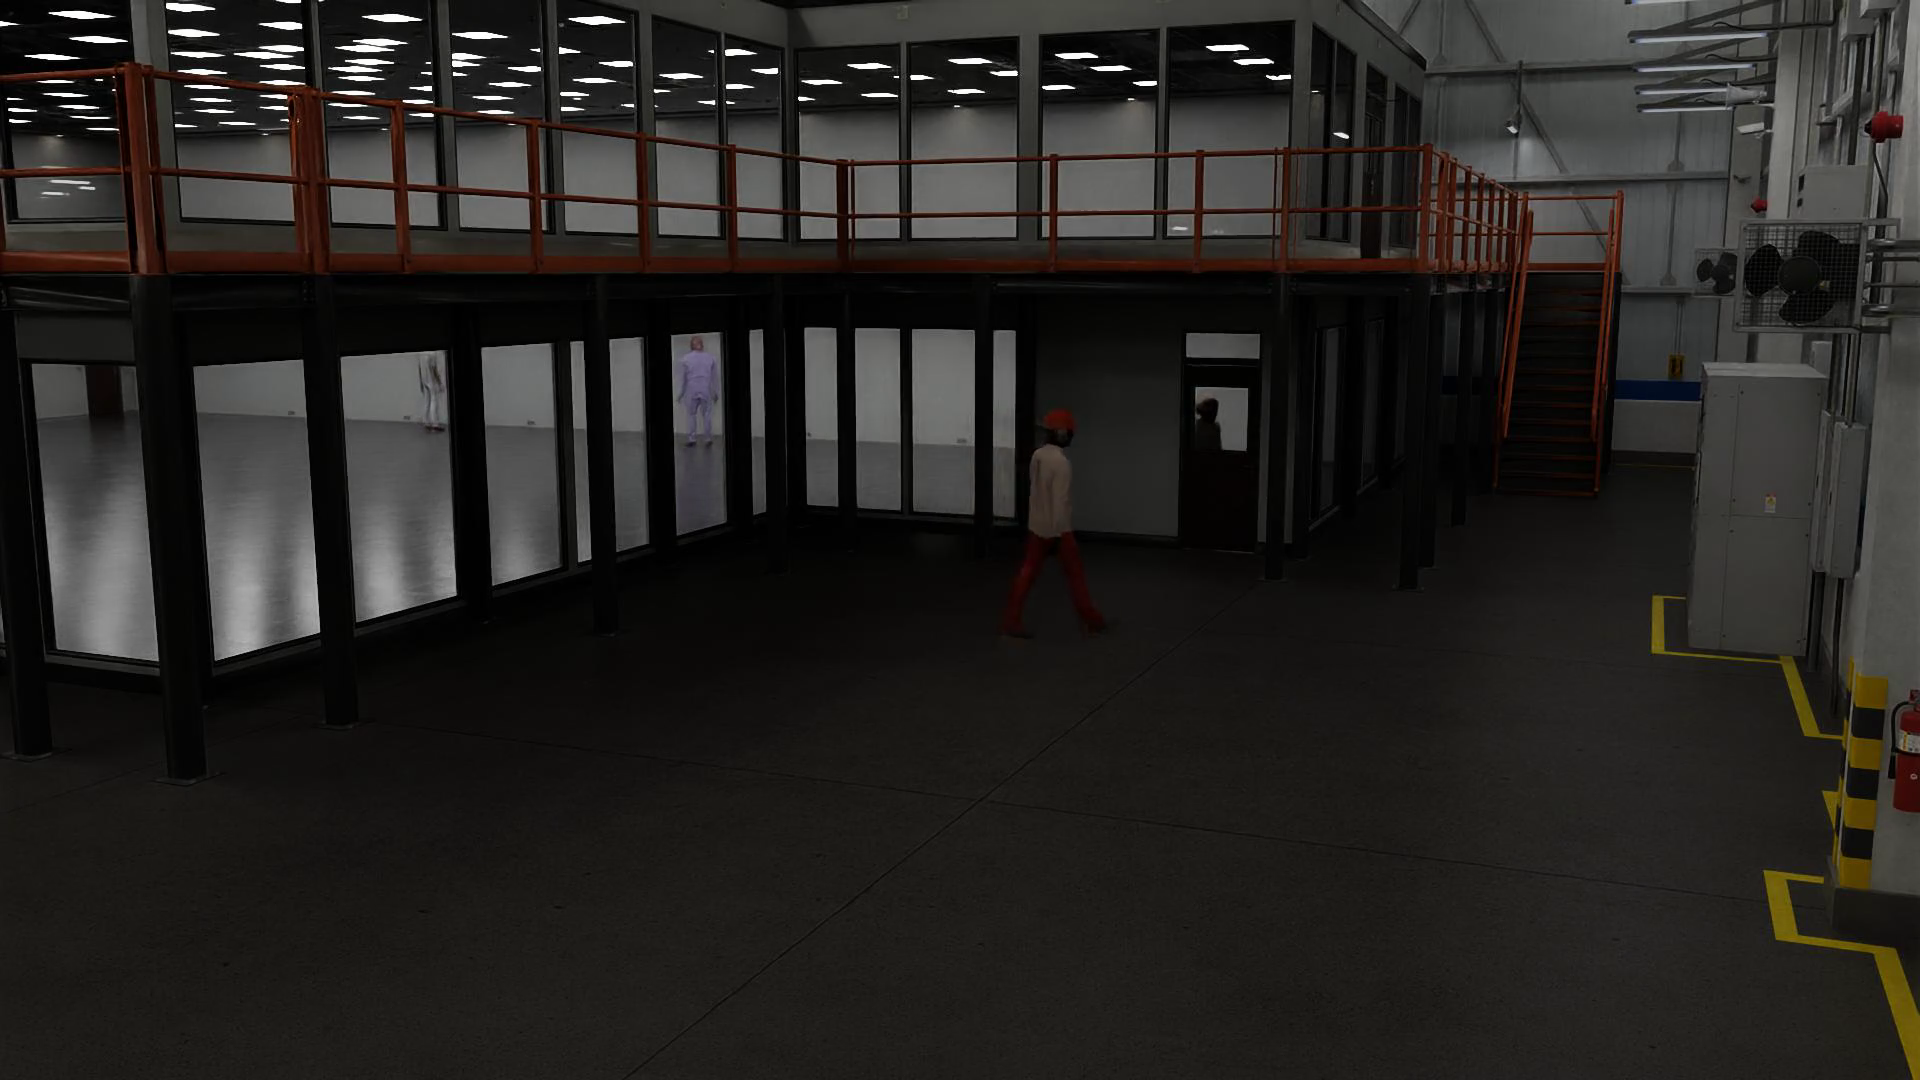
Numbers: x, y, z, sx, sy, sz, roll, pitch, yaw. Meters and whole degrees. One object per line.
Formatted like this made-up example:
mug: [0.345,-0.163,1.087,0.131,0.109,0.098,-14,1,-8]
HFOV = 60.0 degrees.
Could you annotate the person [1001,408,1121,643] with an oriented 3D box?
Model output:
person: [0.796,-0.114,13.684,1.042,1.940,0.614,-5,10,-27]
